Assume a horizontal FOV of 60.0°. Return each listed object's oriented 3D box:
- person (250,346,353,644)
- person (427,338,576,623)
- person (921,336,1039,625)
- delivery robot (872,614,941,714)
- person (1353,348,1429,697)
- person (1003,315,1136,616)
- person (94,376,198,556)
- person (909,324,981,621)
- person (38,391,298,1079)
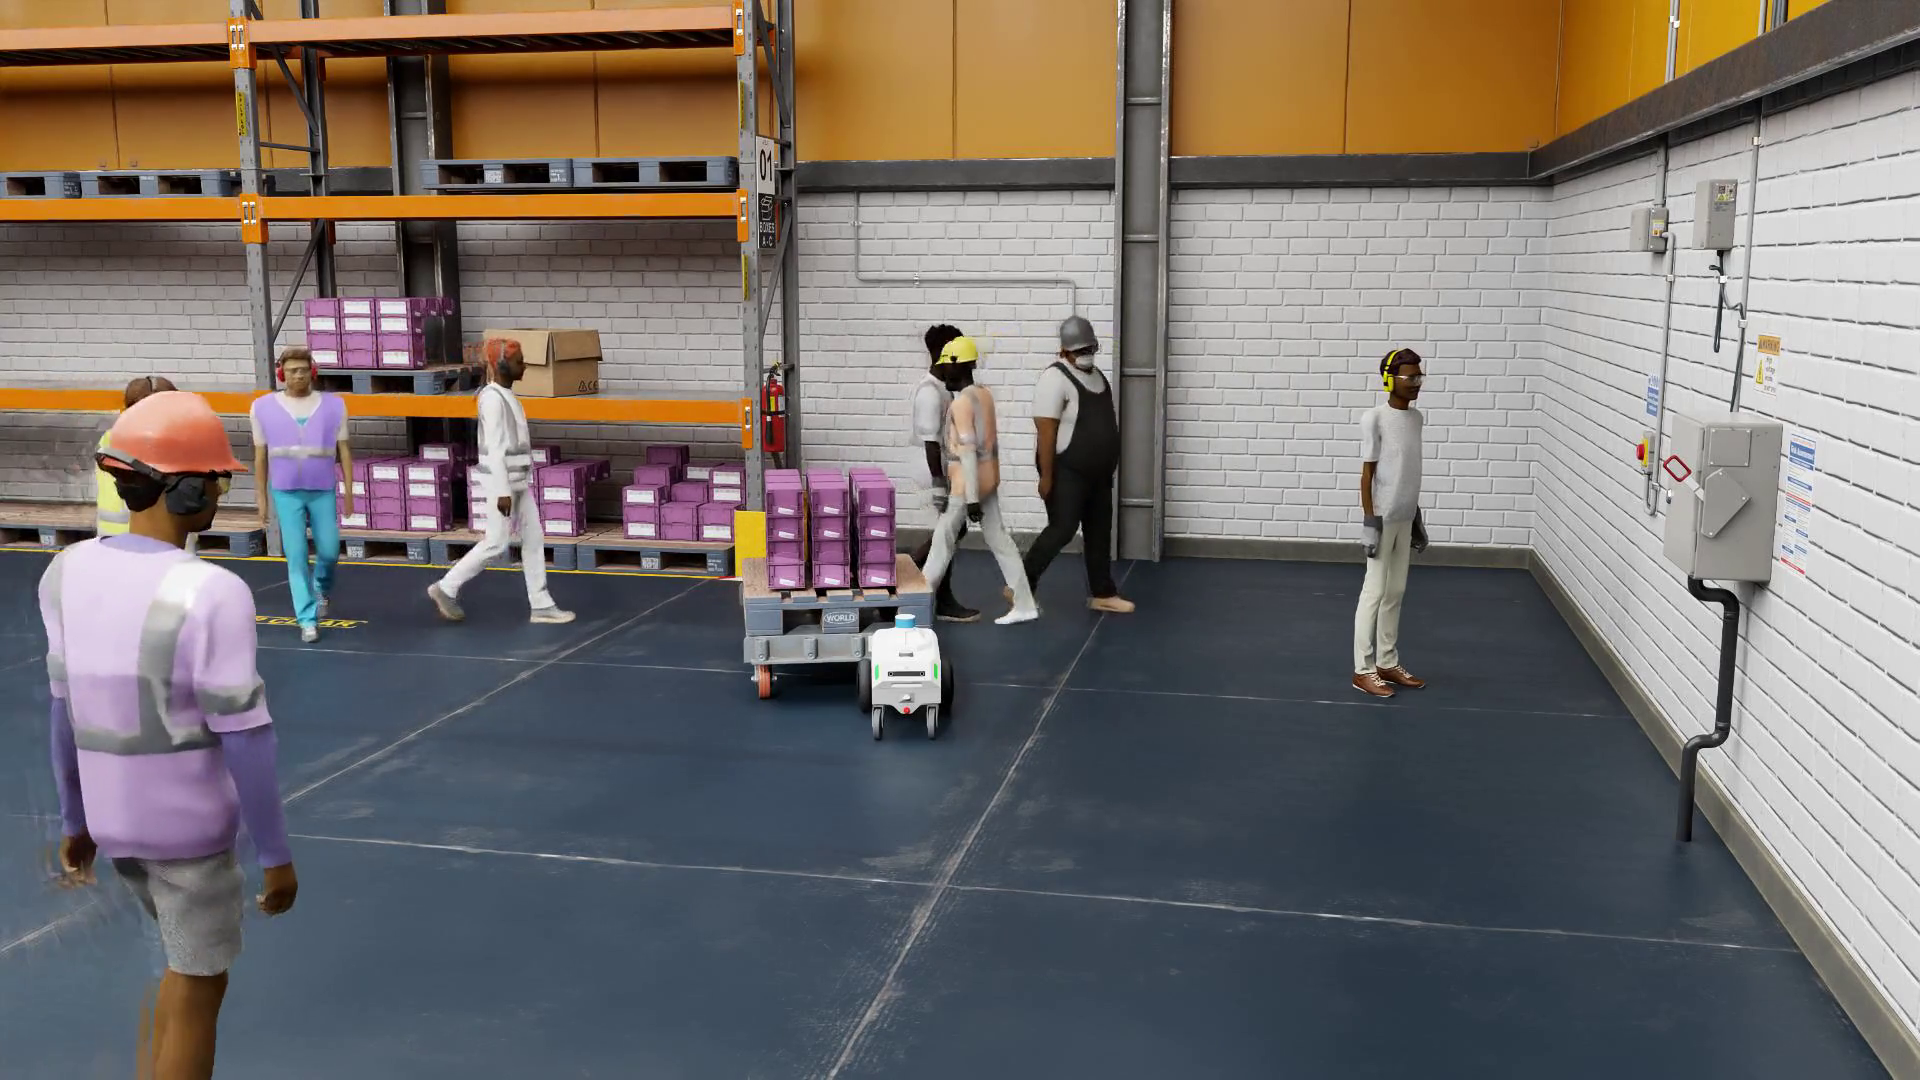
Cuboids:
[{"bbox_3d":[-4.087,-0.301,10.363,0.572,1.826,0.636,-5,11,-27],"label":"person"},{"bbox_3d":[-2.962,-0.364,10.644,0.863,1.860,0.579,0,9,0],"label":"person"},{"bbox_3d":[0.048,-0.368,10.681,1.063,1.864,0.610,3,10,20],"label":"person"},{"bbox_3d":[-0.274,0.618,8.368,0.477,0.478,0.707,0,9,-3],"label":"delivery robot"},{"bbox_3d":[2.359,-0.099,9.017,0.515,1.873,0.329,-8,13,-41],"label":"person"},{"bbox_3d":[0.744,-0.510,10.980,0.680,2.000,0.733,6,11,34],"label":"person"},{"bbox_3d":[-3.976,0.093,8.136,0.637,1.792,0.966,9,13,42],"label":"person"},{"bbox_3d":[-0.153,-0.430,10.780,0.516,1.944,0.639,1,9,5],"label":"person"},{"bbox_3d":[-1.849,0.658,3.988,0.649,2.022,0.500,5,11,27],"label":"person"}]
